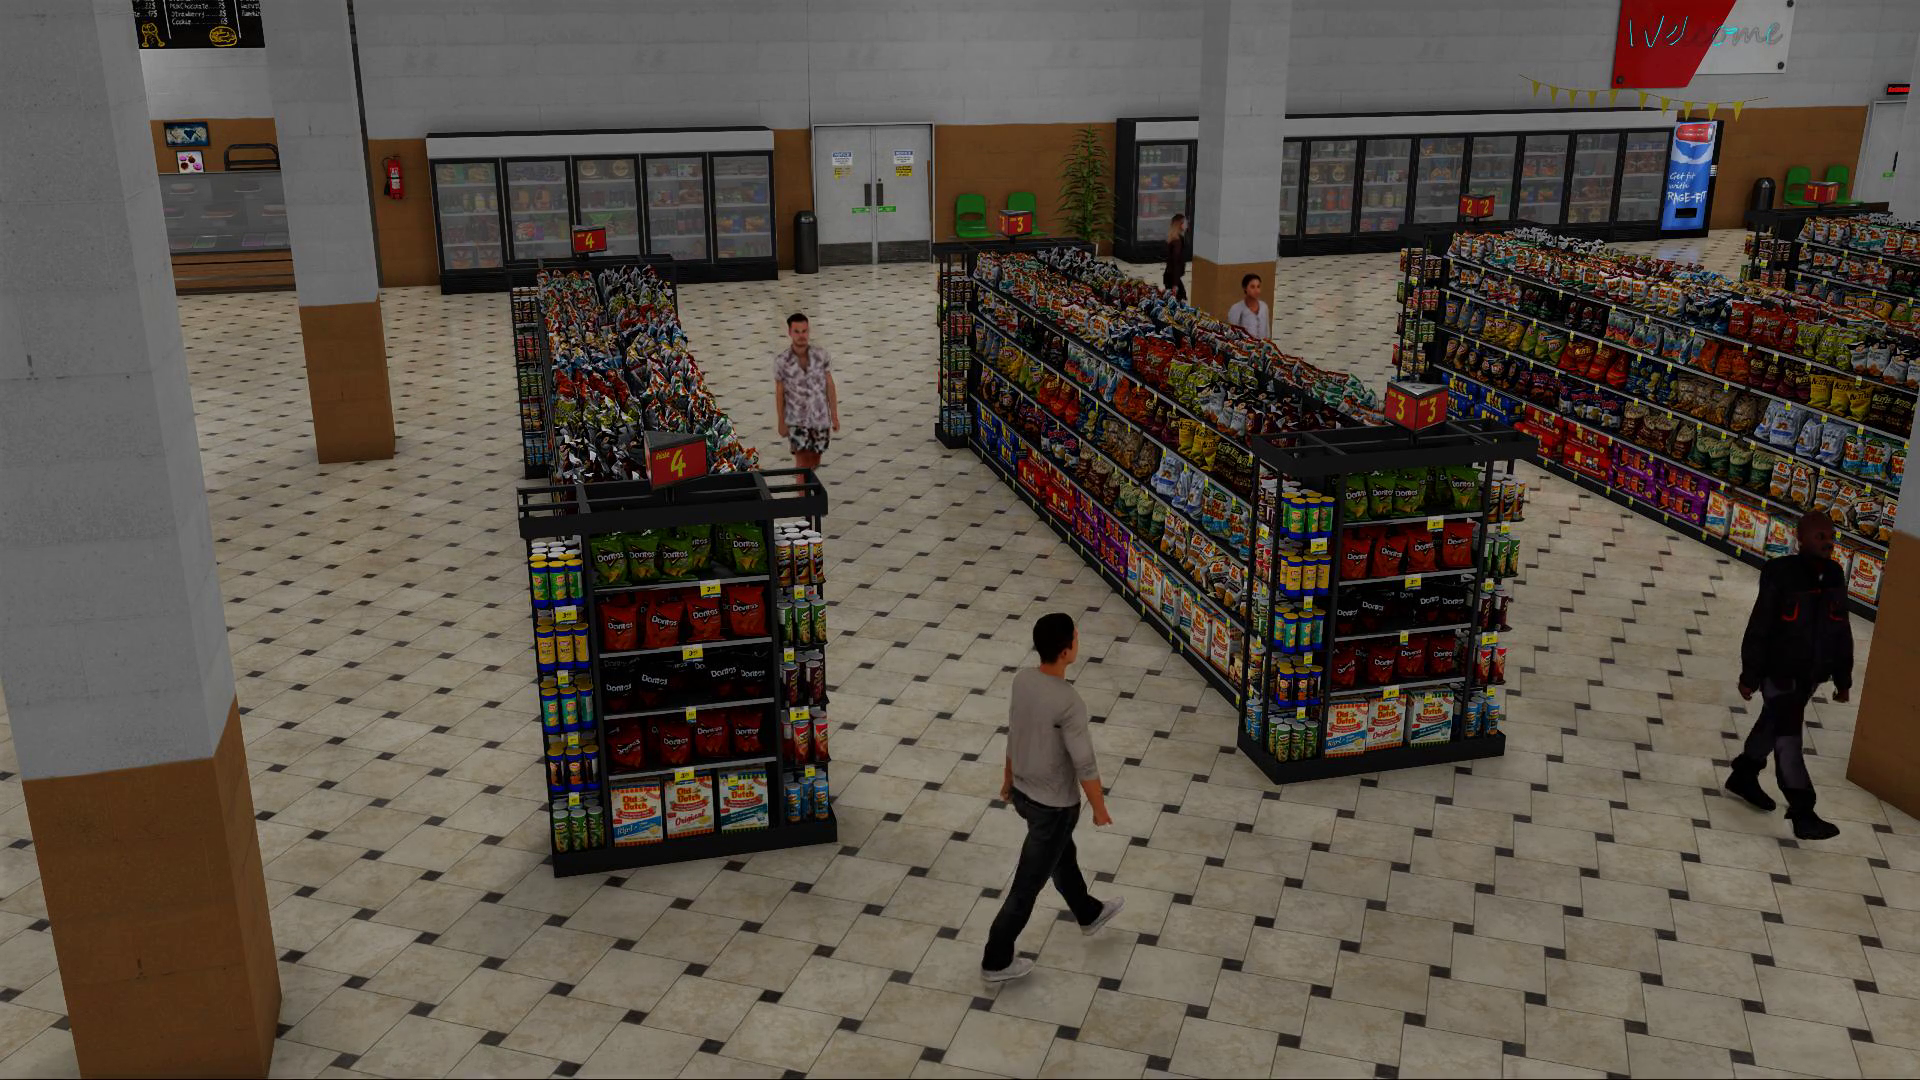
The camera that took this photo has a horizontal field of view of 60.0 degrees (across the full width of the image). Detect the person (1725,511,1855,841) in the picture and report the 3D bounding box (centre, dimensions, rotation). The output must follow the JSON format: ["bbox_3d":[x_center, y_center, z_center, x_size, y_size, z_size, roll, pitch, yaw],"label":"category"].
[{"bbox_3d":[4.541,0.689,9.224,0.721,1.791,1.117,-6,19,-16],"label":"person"}]

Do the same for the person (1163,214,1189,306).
[{"bbox_3d":[2.646,-3.293,21.185,0.736,1.696,0.584,-1,19,-2],"label":"person"}]

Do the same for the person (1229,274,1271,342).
[{"bbox_3d":[2.867,-1.824,16.797,0.720,1.716,1.010,-8,20,-22],"label":"person"}]

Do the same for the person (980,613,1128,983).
[{"bbox_3d":[0.323,1.231,7.662,0.948,1.762,1.145,-11,22,-29],"label":"person"}]

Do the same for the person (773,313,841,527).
[{"bbox_3d":[-1.355,-1.092,14.502,0.784,1.794,1.143,-7,20,-21],"label":"person"}]
